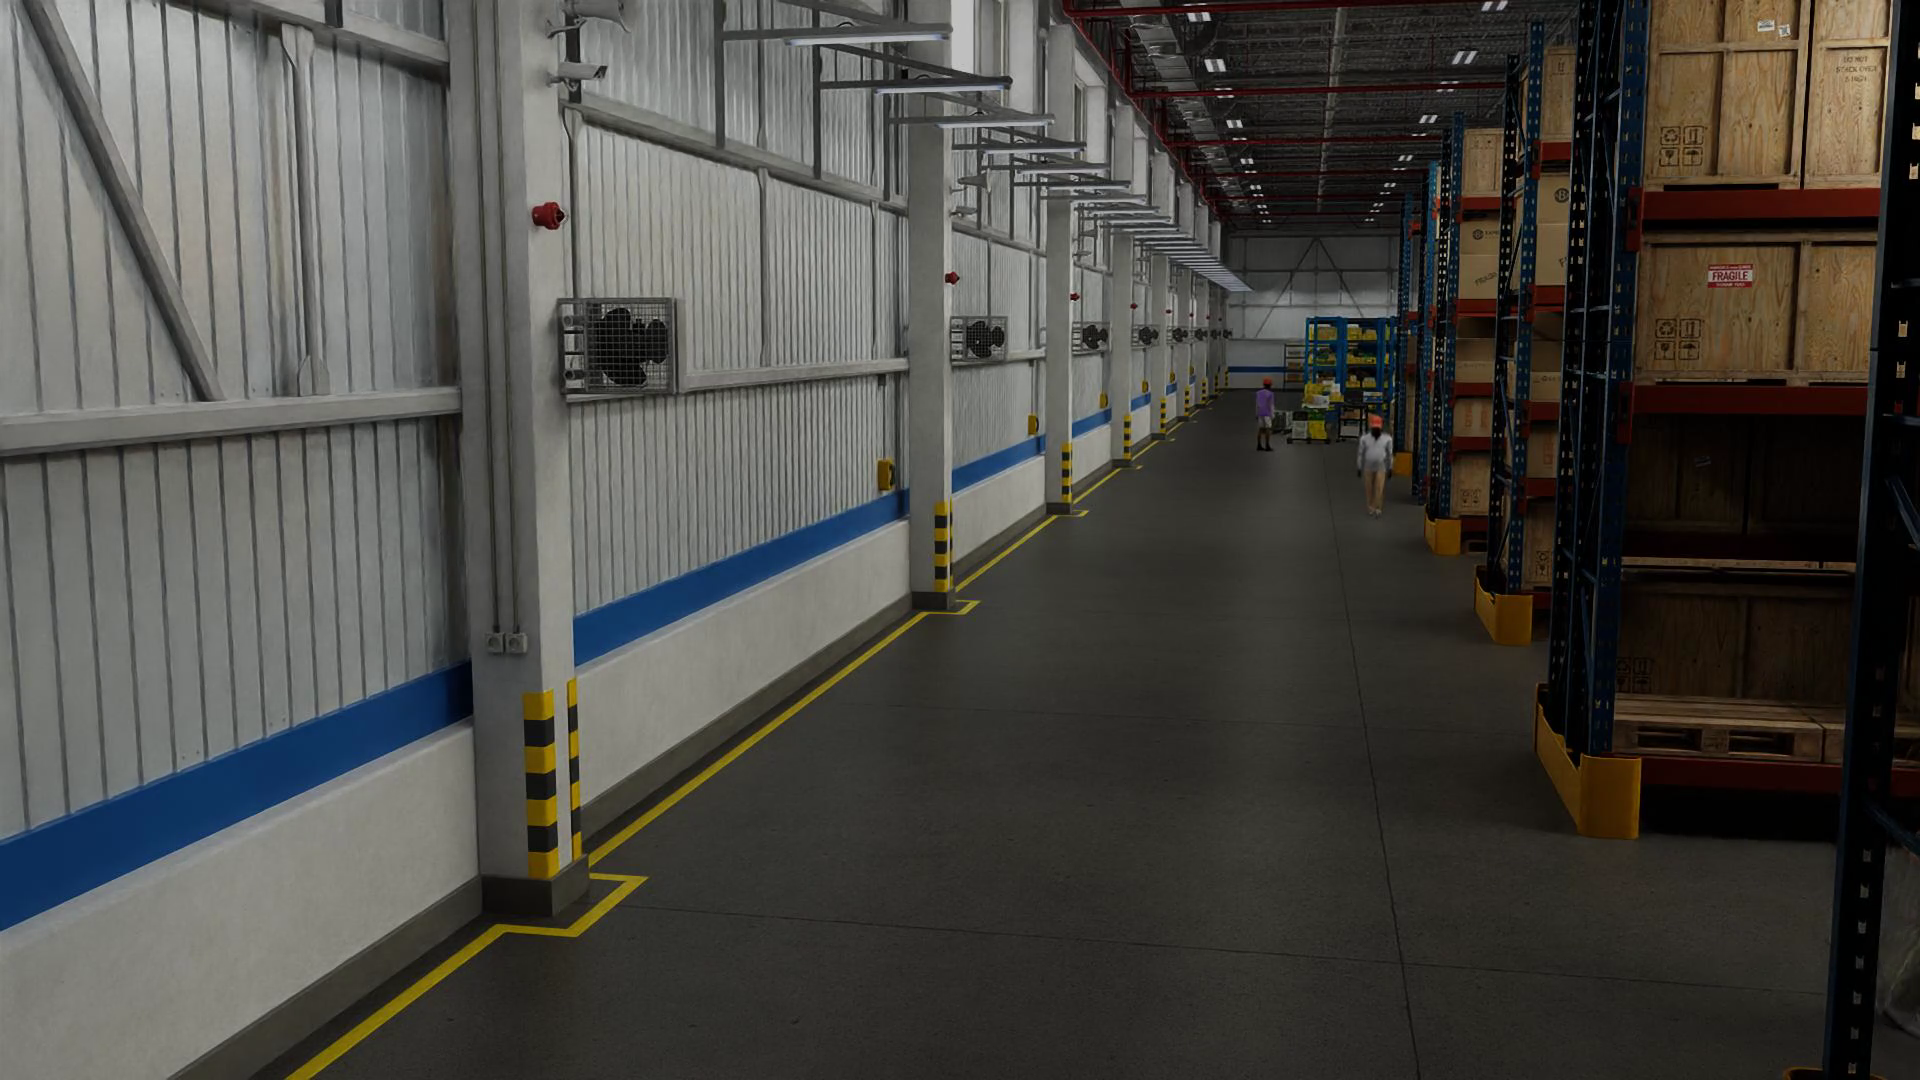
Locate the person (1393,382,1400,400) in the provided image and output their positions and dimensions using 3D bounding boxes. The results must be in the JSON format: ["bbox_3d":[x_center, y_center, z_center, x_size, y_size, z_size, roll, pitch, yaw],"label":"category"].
[{"bbox_3d":[12.373,-3.599,46.767,0.345,1.735,0.485,-5,9,-36],"label":"person"}]

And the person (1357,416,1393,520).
[{"bbox_3d":[6.923,-1.216,27.775,0.576,1.713,0.881,2,7,15],"label":"person"}]

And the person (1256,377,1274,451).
[{"bbox_3d":[7.965,-3.271,43.317,0.376,1.936,0.549,-6,9,-39],"label":"person"}]

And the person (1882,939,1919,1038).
[{"bbox_3d":[4.375,1.433,7.048,0.517,1.589,0.883,-3,8,-25],"label":"person"}]
